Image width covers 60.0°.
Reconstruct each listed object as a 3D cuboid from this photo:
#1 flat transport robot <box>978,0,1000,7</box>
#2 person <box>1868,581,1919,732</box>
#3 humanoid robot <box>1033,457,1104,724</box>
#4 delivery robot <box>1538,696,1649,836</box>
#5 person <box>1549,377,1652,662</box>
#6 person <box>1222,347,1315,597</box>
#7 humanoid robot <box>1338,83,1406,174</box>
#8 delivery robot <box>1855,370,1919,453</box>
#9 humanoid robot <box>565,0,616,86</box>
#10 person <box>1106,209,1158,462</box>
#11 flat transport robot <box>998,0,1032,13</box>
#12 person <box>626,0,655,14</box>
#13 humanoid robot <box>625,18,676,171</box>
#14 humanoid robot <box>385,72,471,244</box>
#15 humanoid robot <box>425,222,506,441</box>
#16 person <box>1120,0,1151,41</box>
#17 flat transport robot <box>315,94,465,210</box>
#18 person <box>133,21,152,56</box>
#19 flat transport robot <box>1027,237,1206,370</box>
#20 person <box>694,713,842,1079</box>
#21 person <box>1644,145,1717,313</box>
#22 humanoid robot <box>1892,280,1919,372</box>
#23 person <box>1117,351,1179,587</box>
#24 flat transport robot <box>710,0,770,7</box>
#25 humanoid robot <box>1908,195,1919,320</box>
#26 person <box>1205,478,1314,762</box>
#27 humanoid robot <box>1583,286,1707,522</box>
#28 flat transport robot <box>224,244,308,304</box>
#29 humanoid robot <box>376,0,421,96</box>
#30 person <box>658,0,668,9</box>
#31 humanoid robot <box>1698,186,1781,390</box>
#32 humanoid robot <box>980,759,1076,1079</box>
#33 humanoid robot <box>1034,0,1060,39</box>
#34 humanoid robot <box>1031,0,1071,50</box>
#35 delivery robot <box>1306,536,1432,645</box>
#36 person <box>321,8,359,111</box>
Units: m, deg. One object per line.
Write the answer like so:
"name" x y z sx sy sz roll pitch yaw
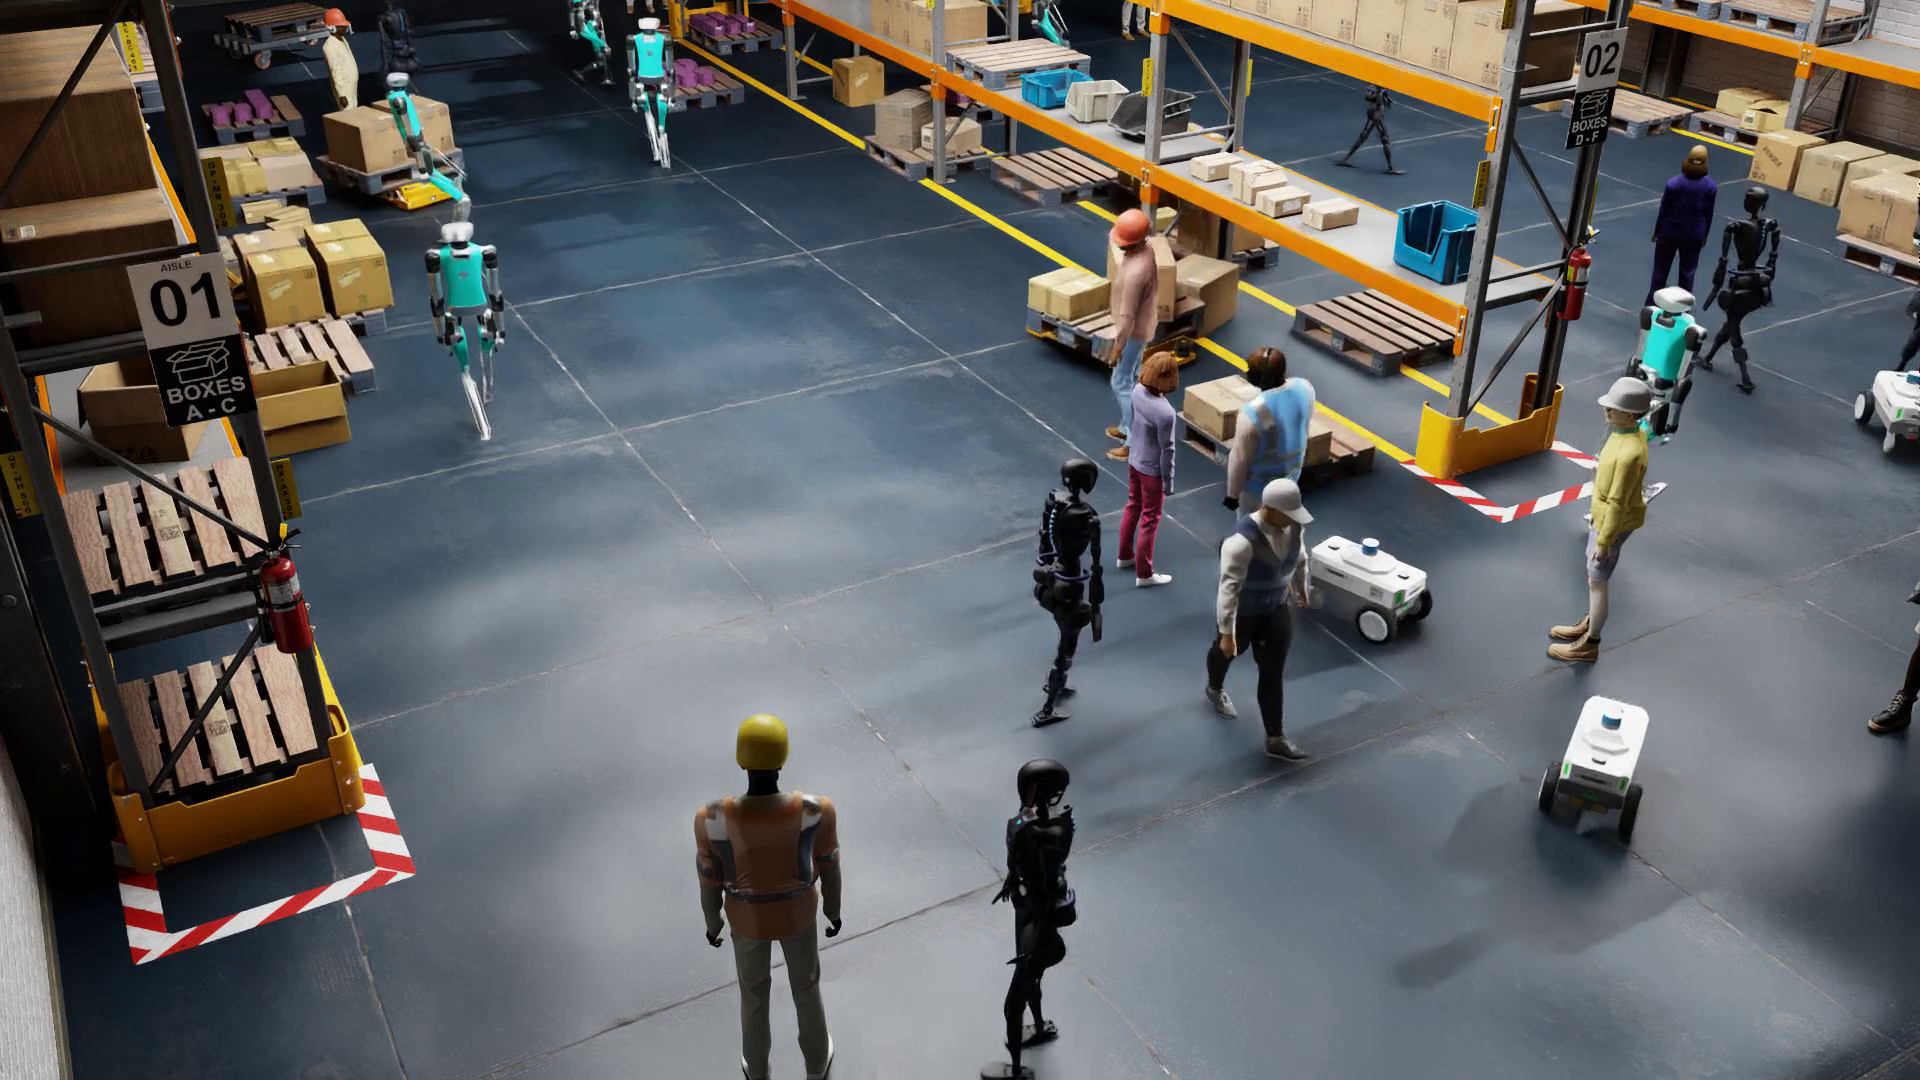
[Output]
"flat transport robot" 0.755 -8.601 26.382 1.431 0.231 0.659 -2 30 -4
"person" 5.581 0.307 9.176 0.374 1.962 0.605 -18 34 -28
"humanoid robot" 0.597 0.285 9.498 0.474 1.645 0.612 -17 34 -27
"delivery robot" 3.486 1.203 9.039 0.499 0.606 0.781 15 33 25
"person" 3.894 -0.107 9.987 0.401 1.887 0.481 9 31 14
"person" 1.955 -0.384 10.531 0.686 1.823 0.516 -21 36 -32
"humanoid robot" 4.694 -4.927 18.632 0.796 1.632 0.610 11 32 18
"delivery robot" 7.335 -1.034 12.920 0.499 0.592 0.774 6 30 11
"humanoid robot" -4.763 -6.709 21.631 1.051 1.735 0.564 19 35 30
"person" 1.301 -1.555 12.434 0.422 1.954 0.674 9 31 16
"flat transport robot" 0.762 -8.589 26.361 0.659 0.231 1.431 -26 39 -37
"person" -4.986 -9.081 25.645 0.621 1.840 0.431 -7 31 -12
"humanoid robot" -3.426 -4.987 18.613 0.562 1.736 1.025 -4 30 -6
"humanoid robot" -5.136 -3.732 16.440 0.818 1.788 0.585 -10 31 -17
"humanoid robot" -3.816 -1.718 12.954 0.544 1.772 0.934 -9 31 -15
"person" 2.612 -8.229 24.118 0.560 1.888 0.398 -18 35 -29
"flat transport robot" -6.203 -3.922 18.238 1.431 0.231 0.659 22 37 34
"person" -10.444 -6.653 21.332 0.545 1.929 0.496 16 33 25
"flat transport robot" 1.308 -1.771 14.492 0.659 0.231 1.431 -23 37 -35
"person" -0.795 1.555 7.039 0.593 1.924 0.375 -5 30 -8
"person" 6.386 -2.703 14.750 0.465 1.622 0.349 6 30 11
"humanoid robot" 8.029 -2.017 13.524 0.601 1.642 0.331 -2 30 -4
"person" 1.248 -0.472 10.871 0.280 1.624 0.494 -12 32 -20
"flat transport robot" -3.262 -8.685 26.528 1.431 0.231 0.659 -8 31 -13
"humanoid robot" 8.708 -2.589 14.493 0.564 1.805 0.916 -3 30 -5
"person" 1.700 0.392 9.291 0.745 1.689 0.915 -13 32 -22
"humanoid robot" 4.633 -0.871 11.445 1.009 1.729 0.548 -12 32 -19
"flat transport robot" -6.498 -2.535 15.823 1.431 0.231 0.659 -21 36 -32
"humanoid robot" -6.862 -5.886 20.259 0.688 1.633 0.583 11 32 19
"person" -4.591 -9.201 25.945 0.562 1.741 0.335 -17 34 -27
"humanoid robot" 6.445 -2.086 13.677 0.610 1.626 0.722 -8 31 -14
"humanoid robot" 0.275 1.609 7.188 0.416 1.646 0.598 -5 30 -9
"humanoid robot" 1.219 -7.670 23.356 0.603 1.639 0.591 9 31 15
"humanoid robot" 1.300 -6.960 22.113 0.886 1.834 0.559 9 31 16
"delivery robot" 2.599 0.268 10.645 0.777 0.583 0.499 26 39 38
"person" -6.941 -5.115 18.822 0.323 1.751 0.559 -3 30 -5
